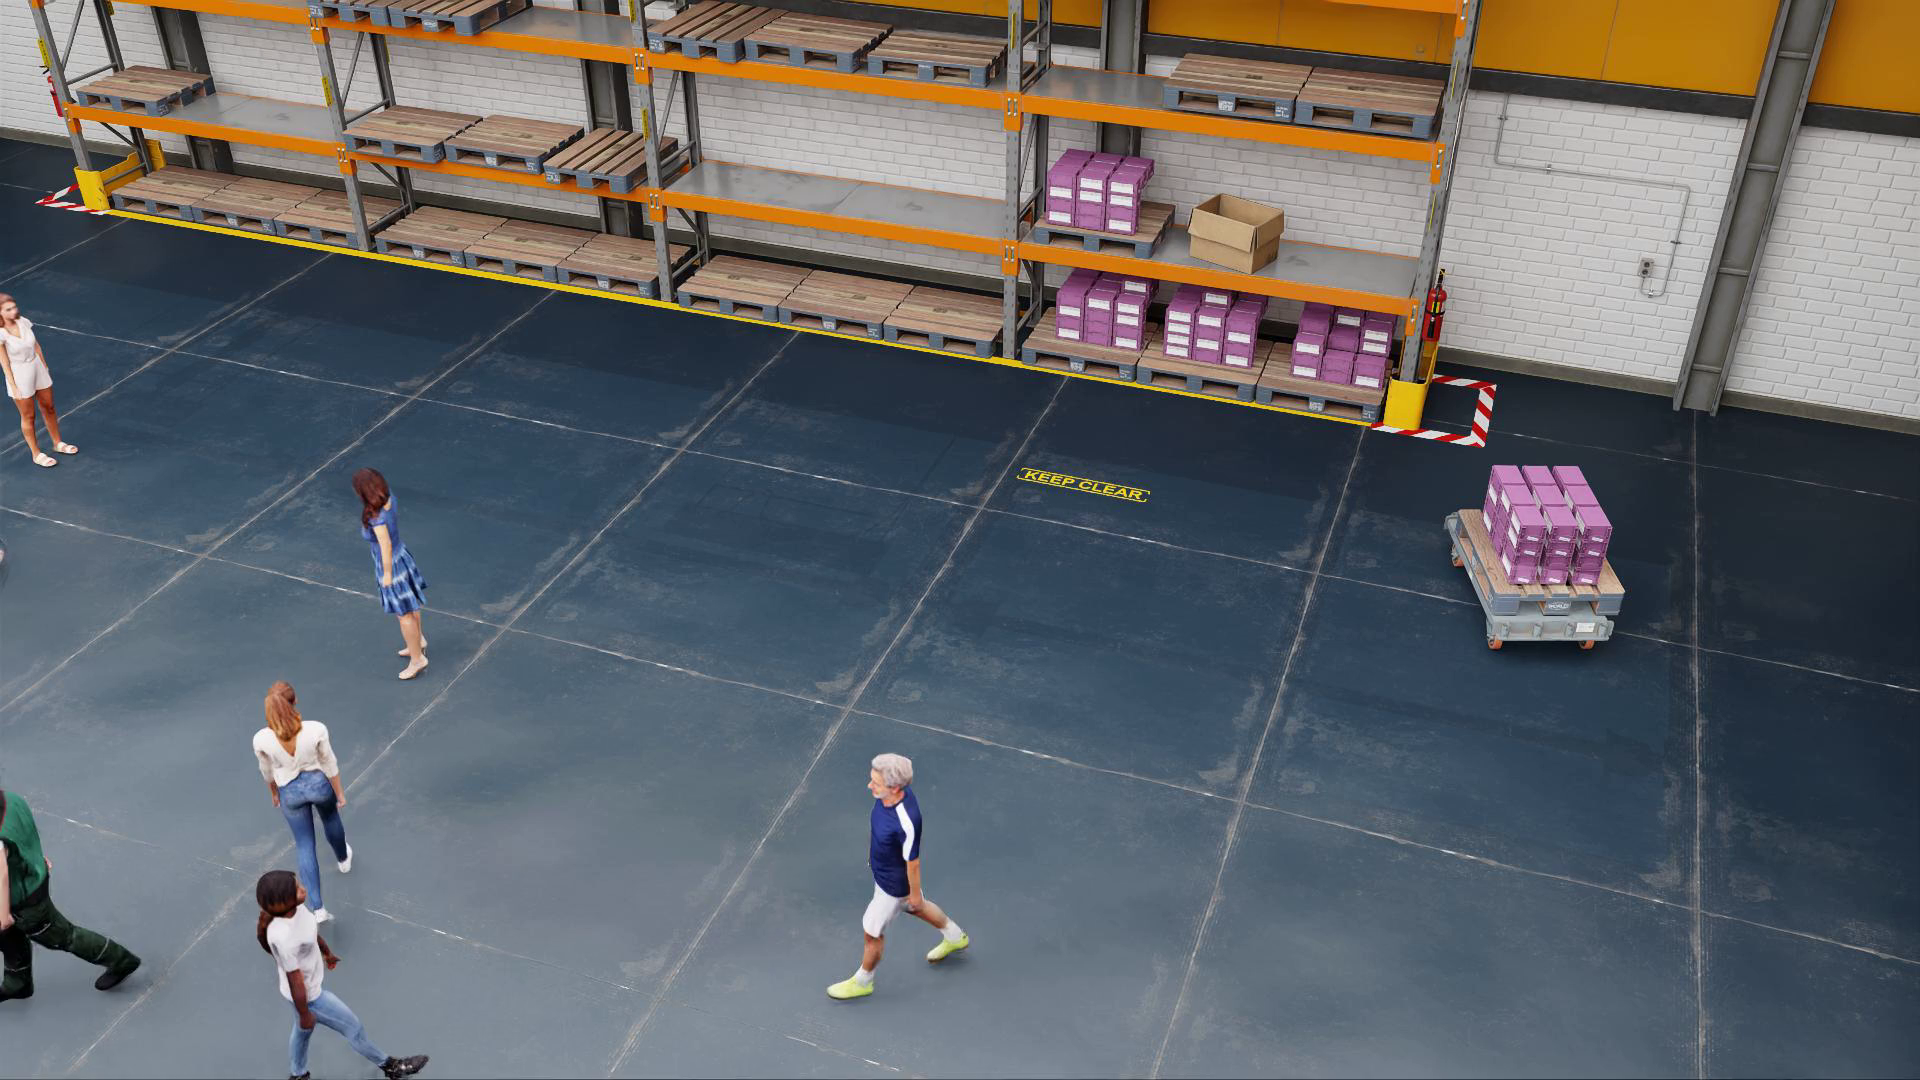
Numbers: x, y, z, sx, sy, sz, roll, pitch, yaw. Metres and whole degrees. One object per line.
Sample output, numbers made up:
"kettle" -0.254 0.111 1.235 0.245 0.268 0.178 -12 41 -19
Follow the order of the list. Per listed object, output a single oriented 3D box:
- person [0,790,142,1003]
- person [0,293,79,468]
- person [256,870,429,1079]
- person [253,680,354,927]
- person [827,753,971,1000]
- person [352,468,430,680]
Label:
"person" -5.417 2.027 9.757 1.221 1.805 1.132 -13 36 -19
"person" -8.494 -1.481 15.138 0.563 1.692 0.586 14 36 20
"person" -3.675 2.492 9.159 1.096 1.693 1.003 -12 36 -18
"person" -4.096 1.658 10.418 1.113 1.689 1.088 -10 35 -14
"person" -0.298 1.960 9.864 1.248 1.799 1.104 -10 35 -15
"person" -4.247 0.232 12.456 0.765 1.808 0.760 -6 34 -9
